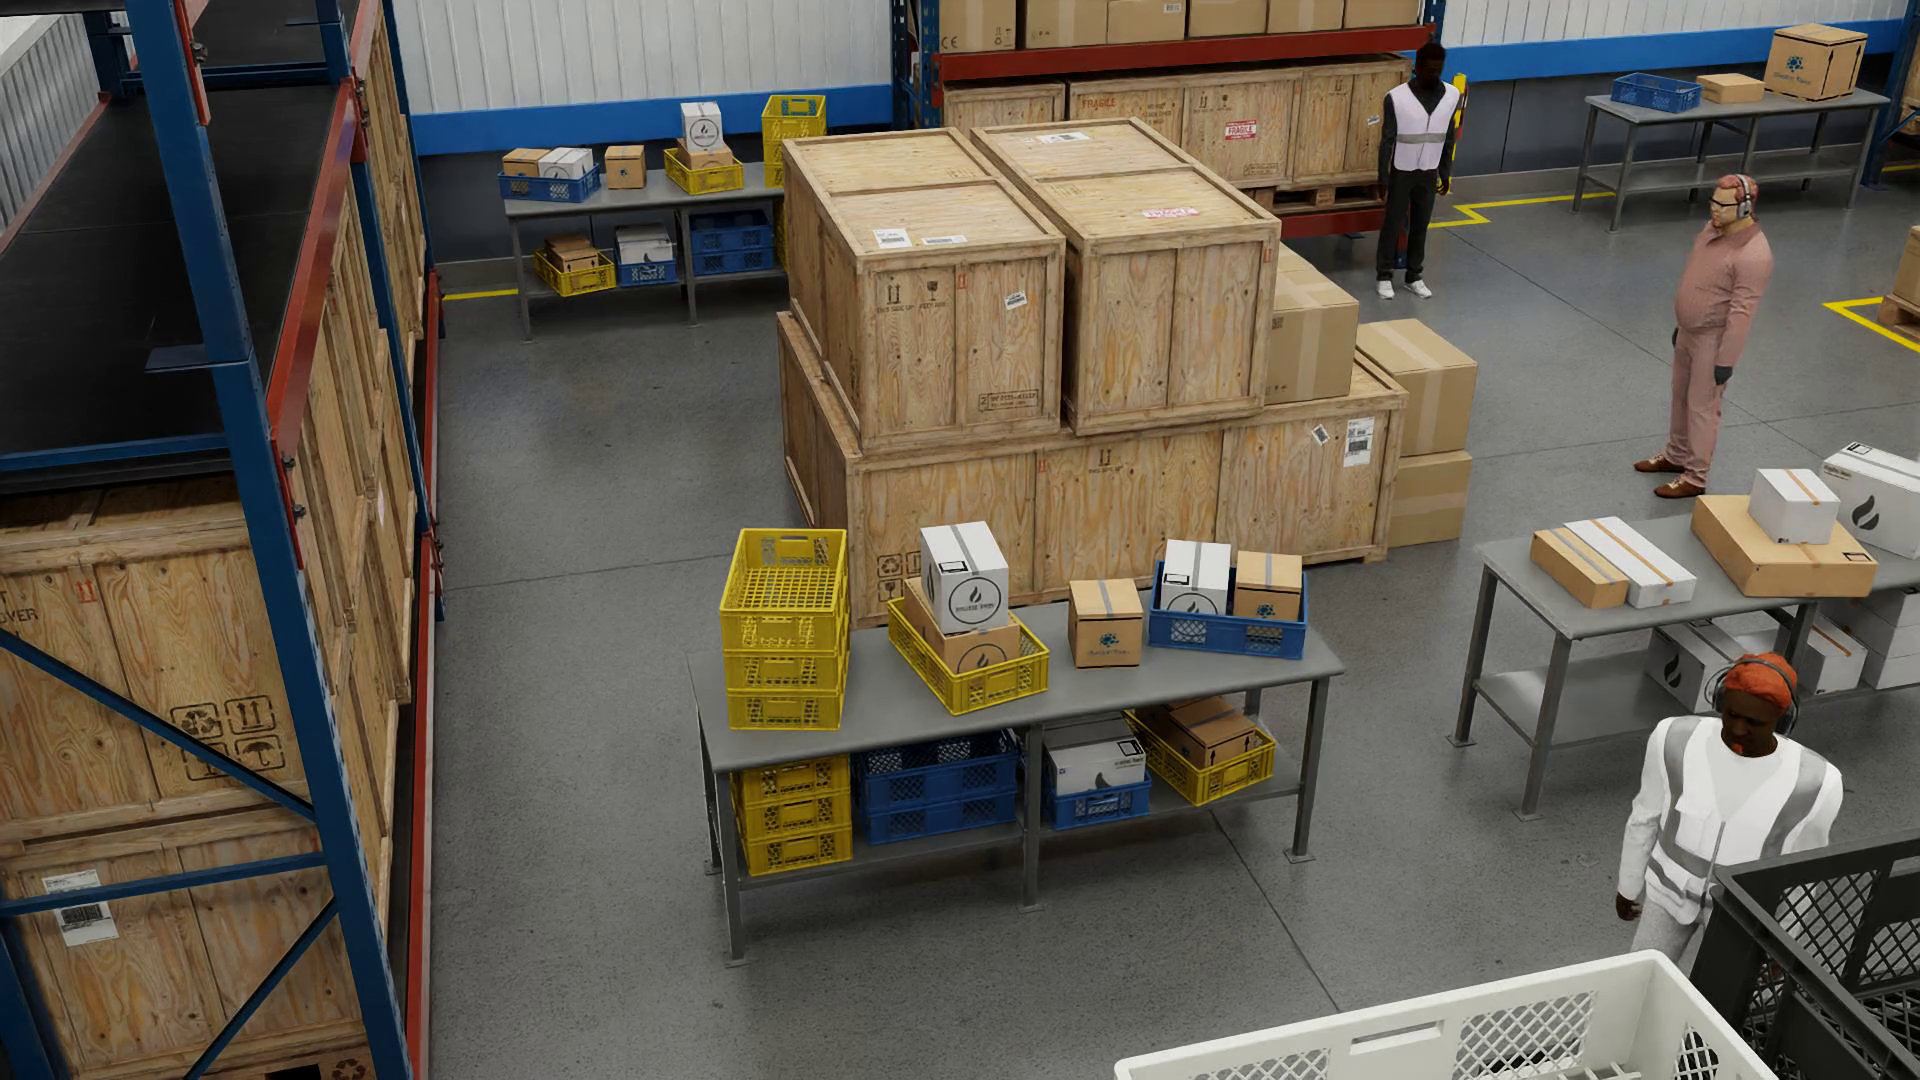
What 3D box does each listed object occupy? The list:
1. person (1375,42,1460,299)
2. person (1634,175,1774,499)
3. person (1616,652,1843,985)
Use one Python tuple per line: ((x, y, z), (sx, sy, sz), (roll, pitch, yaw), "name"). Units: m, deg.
((3.376, -2.744, 12.389), (0.593, 1.909, 0.407), (-7, 30, -12), "person")
((4.268, -1.159, 9.523), (0.398, 1.899, 0.649), (0, 29, -1), "person")
((2.382, 1.168, 5.320), (0.568, 1.880, 0.356), (19, 34, 31), "person")
